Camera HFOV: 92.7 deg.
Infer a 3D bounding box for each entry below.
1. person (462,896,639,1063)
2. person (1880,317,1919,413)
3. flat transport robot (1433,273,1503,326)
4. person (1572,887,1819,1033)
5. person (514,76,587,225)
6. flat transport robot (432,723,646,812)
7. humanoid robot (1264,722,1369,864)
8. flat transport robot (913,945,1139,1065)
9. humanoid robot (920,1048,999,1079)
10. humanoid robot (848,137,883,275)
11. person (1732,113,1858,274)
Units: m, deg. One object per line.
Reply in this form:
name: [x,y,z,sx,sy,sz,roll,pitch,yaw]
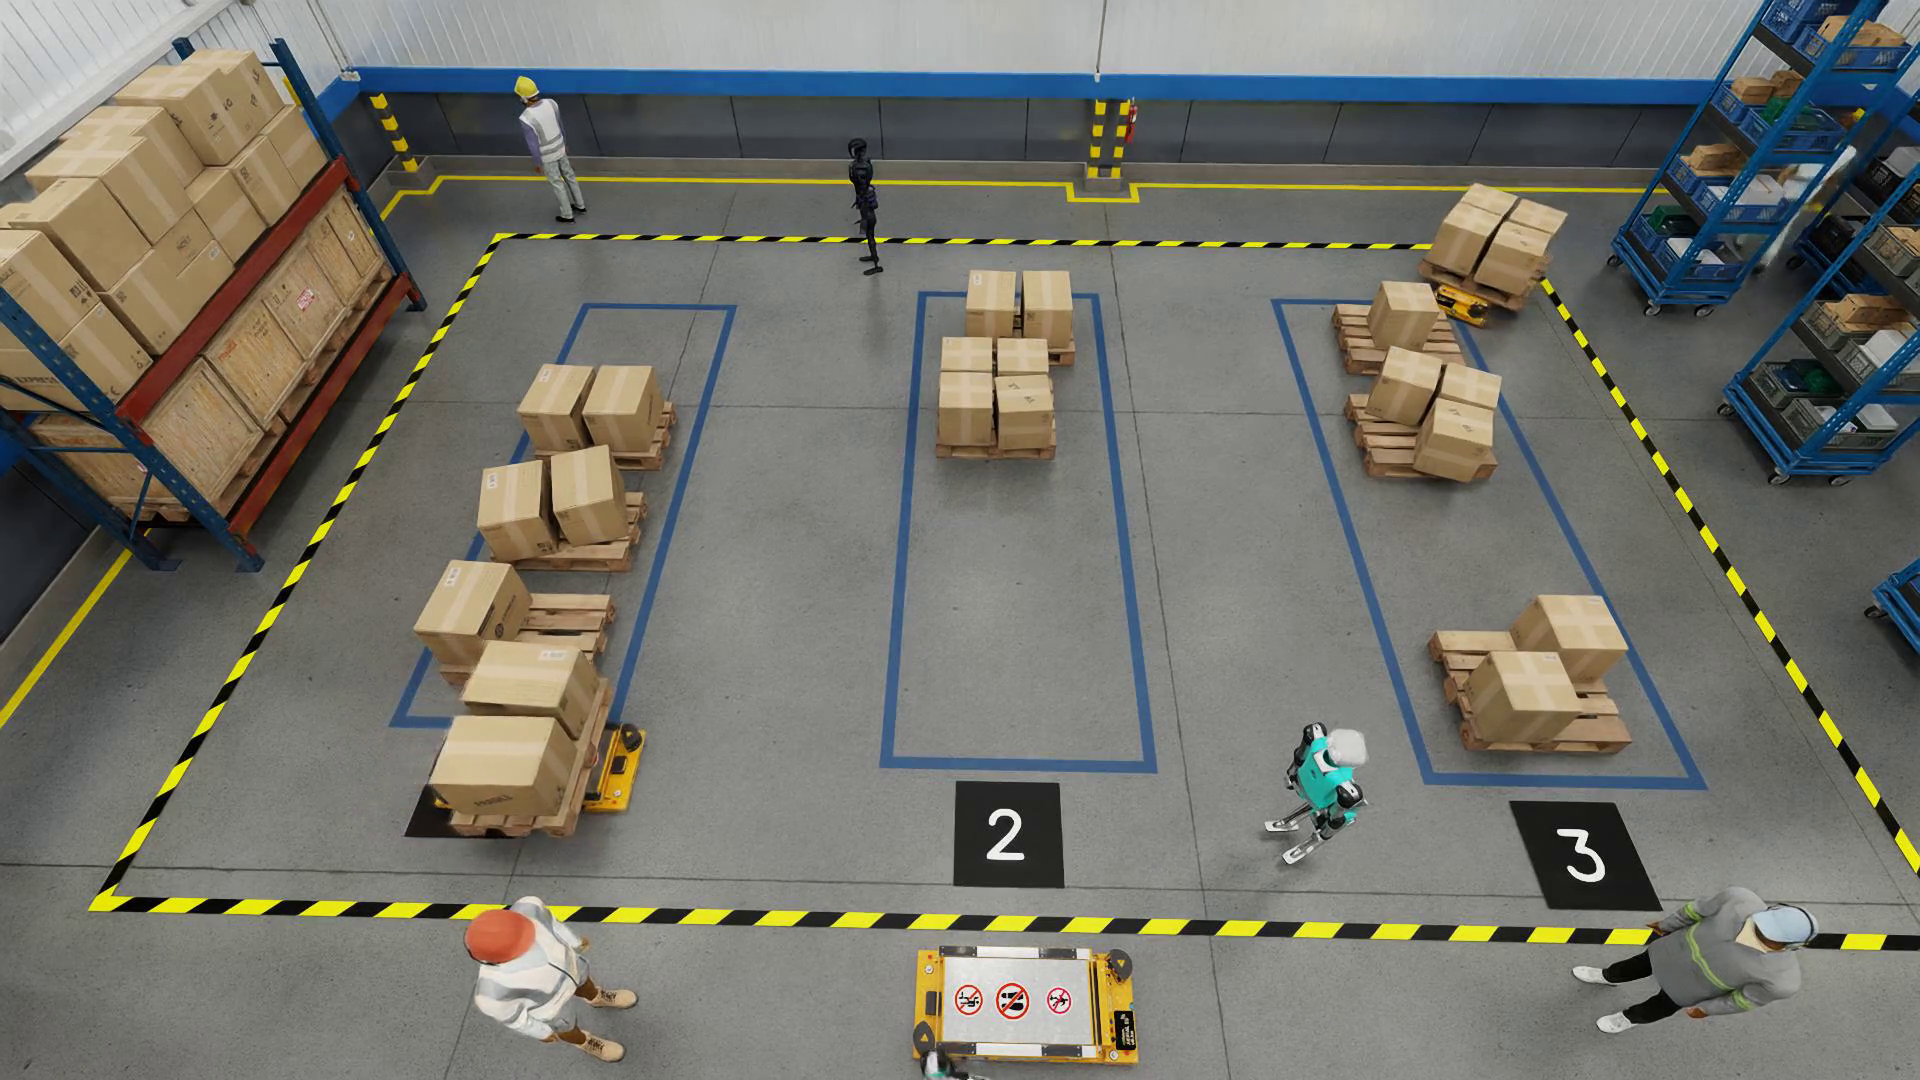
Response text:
person: [-2.326,2.540,5.270,0.366,2.047,0.606,3,51,2]
person: [9.601,-2.055,9.238,0.484,1.685,0.954,10,51,8]
flat transport robot: [6.201,-3.114,11.007,0.652,0.197,1.431,32,58,23]
person: [4.331,2.510,5.418,0.365,1.852,0.589,-2,51,-2]
person: [-5.117,-4.840,11.419,0.404,1.837,0.589,19,53,15]
flat transport robot: [-3.223,1.732,7.056,1.431,0.197,0.652,1,51,1]
humanoid robot: [2.504,1.676,6.088,0.735,1.673,0.533,-12,52,-10]
flat transport robot: [0.422,3.041,6.007,1.431,0.231,0.659,1,51,1]
humanoid robot: [0.159,3.135,4.992,0.918,1.745,0.553,-6,51,-5]
humanoid robot: [-1.121,-3.909,10.753,0.315,1.659,0.599,-8,51,-7]
person: [9.877,-4.084,10.825,0.575,1.802,0.902,17,53,14]
